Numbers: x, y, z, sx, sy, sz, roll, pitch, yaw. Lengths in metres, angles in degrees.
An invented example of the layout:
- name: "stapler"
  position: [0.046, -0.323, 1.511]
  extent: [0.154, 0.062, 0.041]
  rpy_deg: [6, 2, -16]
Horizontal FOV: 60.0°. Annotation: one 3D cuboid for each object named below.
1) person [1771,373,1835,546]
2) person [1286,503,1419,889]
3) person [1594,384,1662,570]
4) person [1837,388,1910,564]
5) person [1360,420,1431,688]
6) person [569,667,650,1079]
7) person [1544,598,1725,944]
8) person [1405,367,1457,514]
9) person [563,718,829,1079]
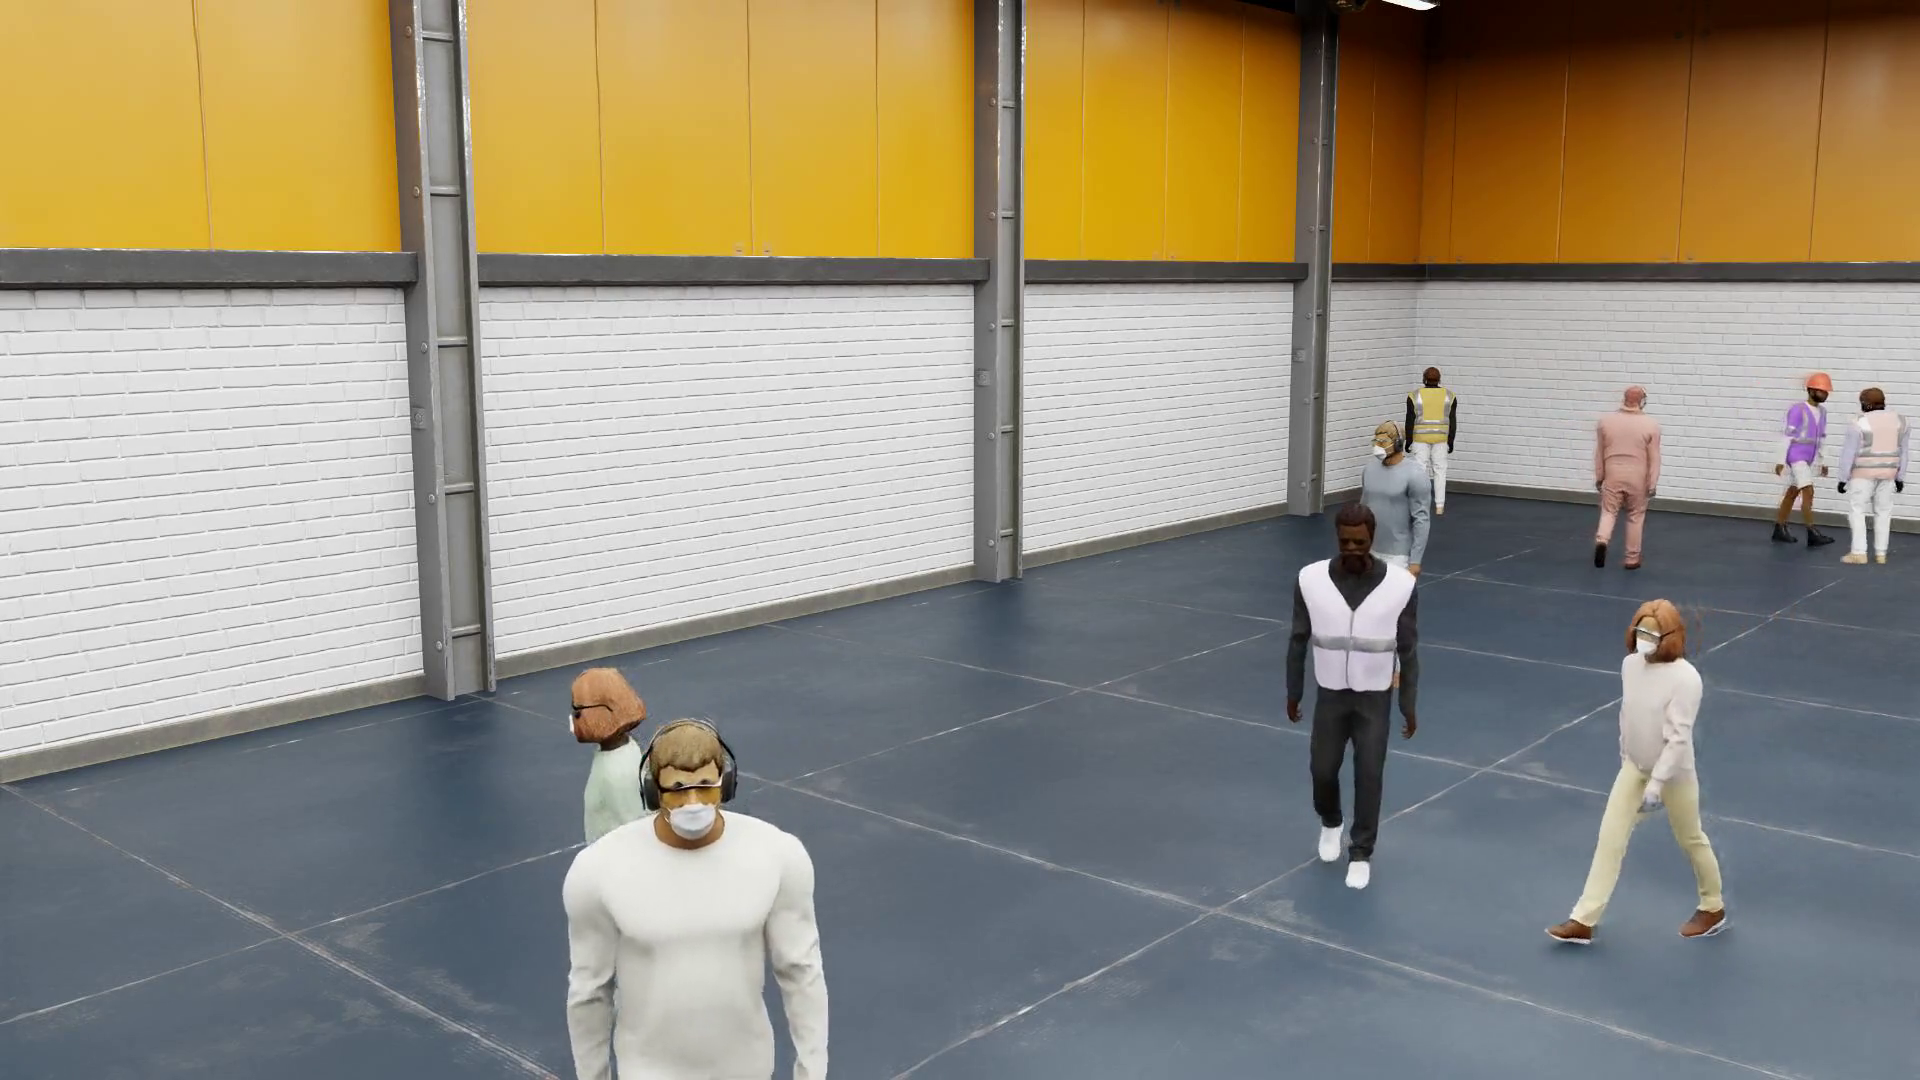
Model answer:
- name: "person"
  position: [9.369, -0.874, 18.284]
  extent: [0.573, 1.895, 0.866]
  rpy_deg: [-6, 11, -32]
- name: "person"
  position: [1.920, 0.742, 8.149]
  extent: [0.637, 1.897, 0.460]
  rpy_deg: [3, 9, 16]
- name: "person"
  position: [6.681, -0.615, 16.679]
  extent: [0.657, 1.890, 0.685]
  rpy_deg: [7, 11, 37]
- name: "person"
  position: [9.425, -0.647, 17.173]
  extent: [0.682, 1.828, 0.431]
  rpy_deg: [0, 9, -1]
- name: "person"
  position: [3.113, 0.099, 12.057]
  extent: [0.354, 1.937, 0.635]
  rpy_deg: [-5, 10, -30]
- name: "person"
  position: [-1.218, 1.245, 5.849]
  extent: [0.355, 1.618, 0.529]
  rpy_deg: [-2, 9, -15]
- name: "person"
  position: [3.078, 1.028, 7.356]
  extent: [0.923, 1.577, 0.496]
  rpy_deg: [-3, 10, -20]
- name: "person"
  position: [5.859, -1.236, 20.748]
  extent: [0.633, 1.841, 0.429]
  rpy_deg: [1, 9, 4]
- name: "person"
  position: [-0.666, 1.366, 4.280]
  extent: [0.648, 1.890, 1.014]
  rpy_deg: [-3, 10, -18]
